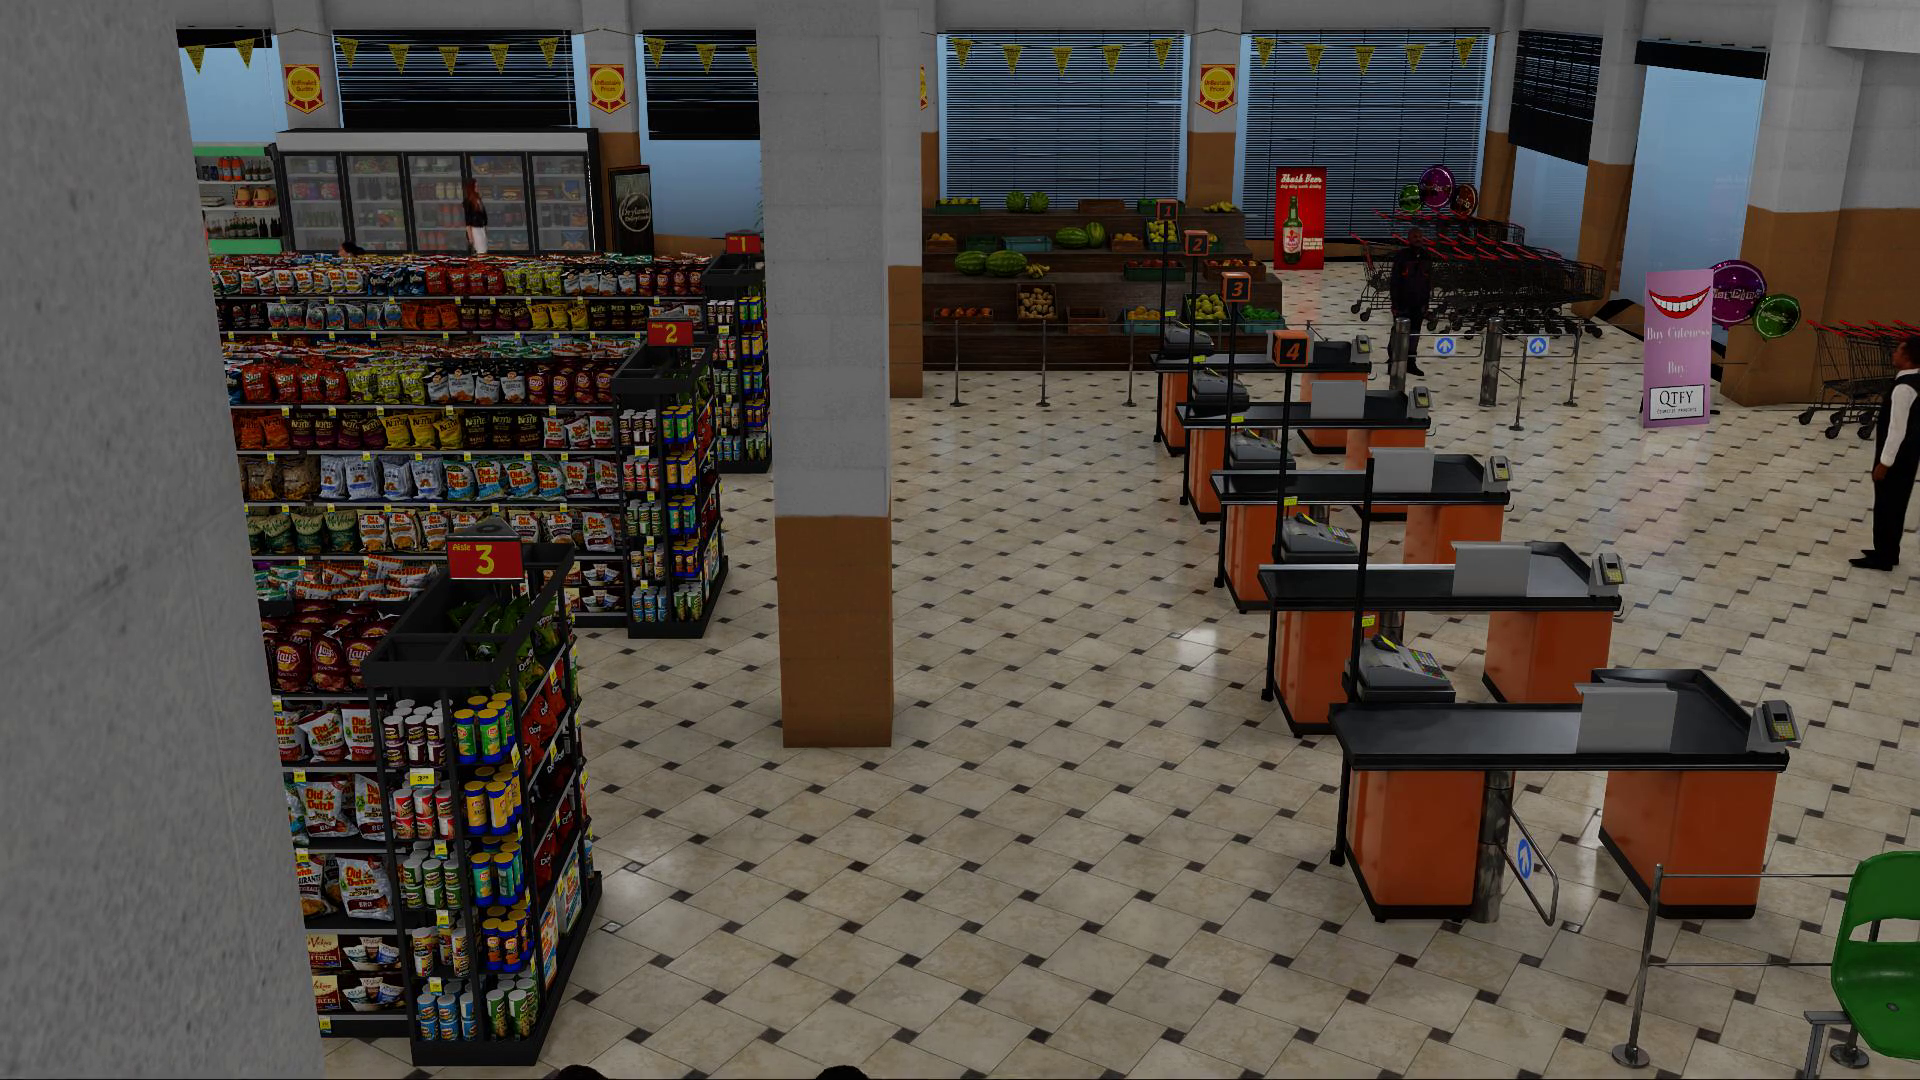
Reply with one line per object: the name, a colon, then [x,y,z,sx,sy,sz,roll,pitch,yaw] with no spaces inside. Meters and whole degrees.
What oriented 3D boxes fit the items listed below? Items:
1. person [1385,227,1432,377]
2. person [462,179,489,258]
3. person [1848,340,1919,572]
person: [5.555,-2.960,20.569,0.632,1.825,0.811,-4,19,-13]
person: [-7.762,-4.892,26.515,0.993,1.685,0.744,5,19,14]
person: [7.733,-0.700,13.718,0.763,1.918,0.828,-17,25,-41]
